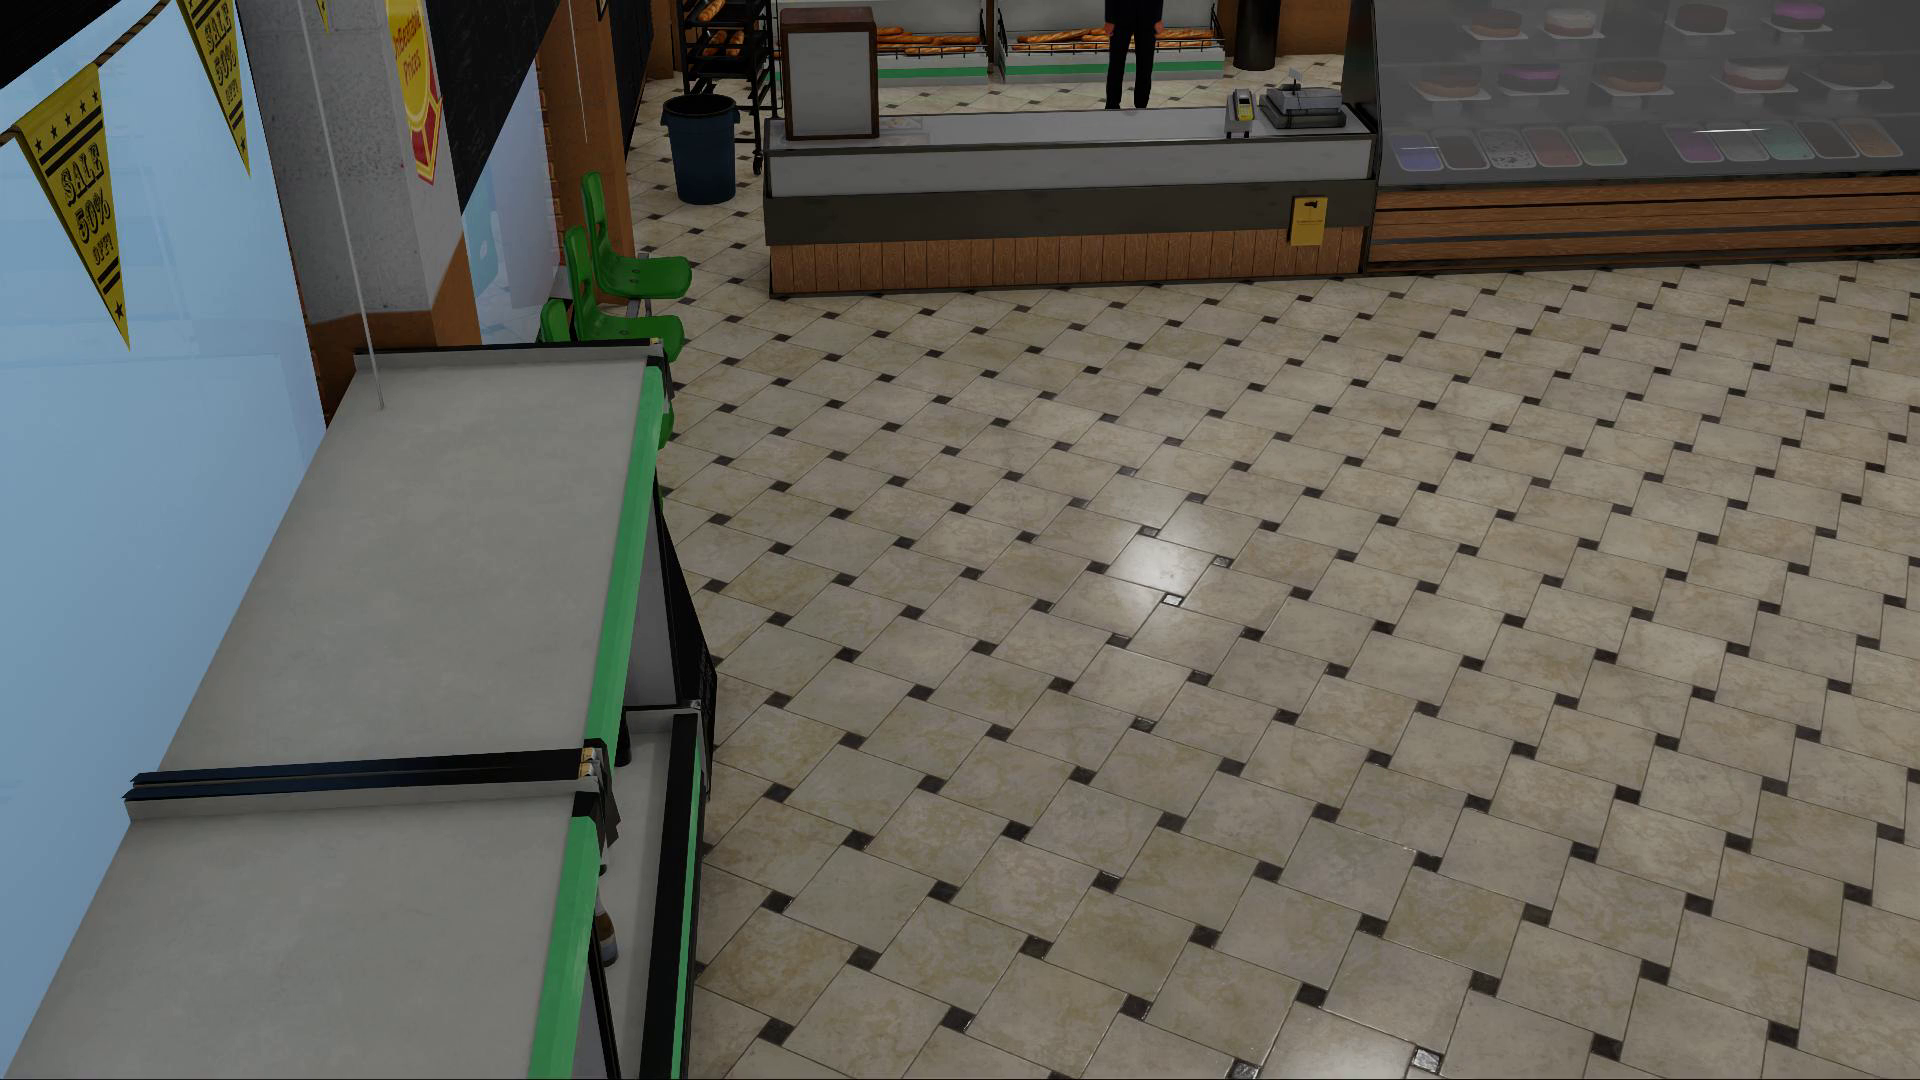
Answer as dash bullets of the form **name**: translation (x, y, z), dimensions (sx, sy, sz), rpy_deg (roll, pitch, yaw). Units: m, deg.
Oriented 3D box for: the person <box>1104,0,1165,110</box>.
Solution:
- **person**: translation (1.416, -4.244, 13.474), dimensions (0.628, 1.868, 0.562), rpy_deg (-3, 32, -4)
